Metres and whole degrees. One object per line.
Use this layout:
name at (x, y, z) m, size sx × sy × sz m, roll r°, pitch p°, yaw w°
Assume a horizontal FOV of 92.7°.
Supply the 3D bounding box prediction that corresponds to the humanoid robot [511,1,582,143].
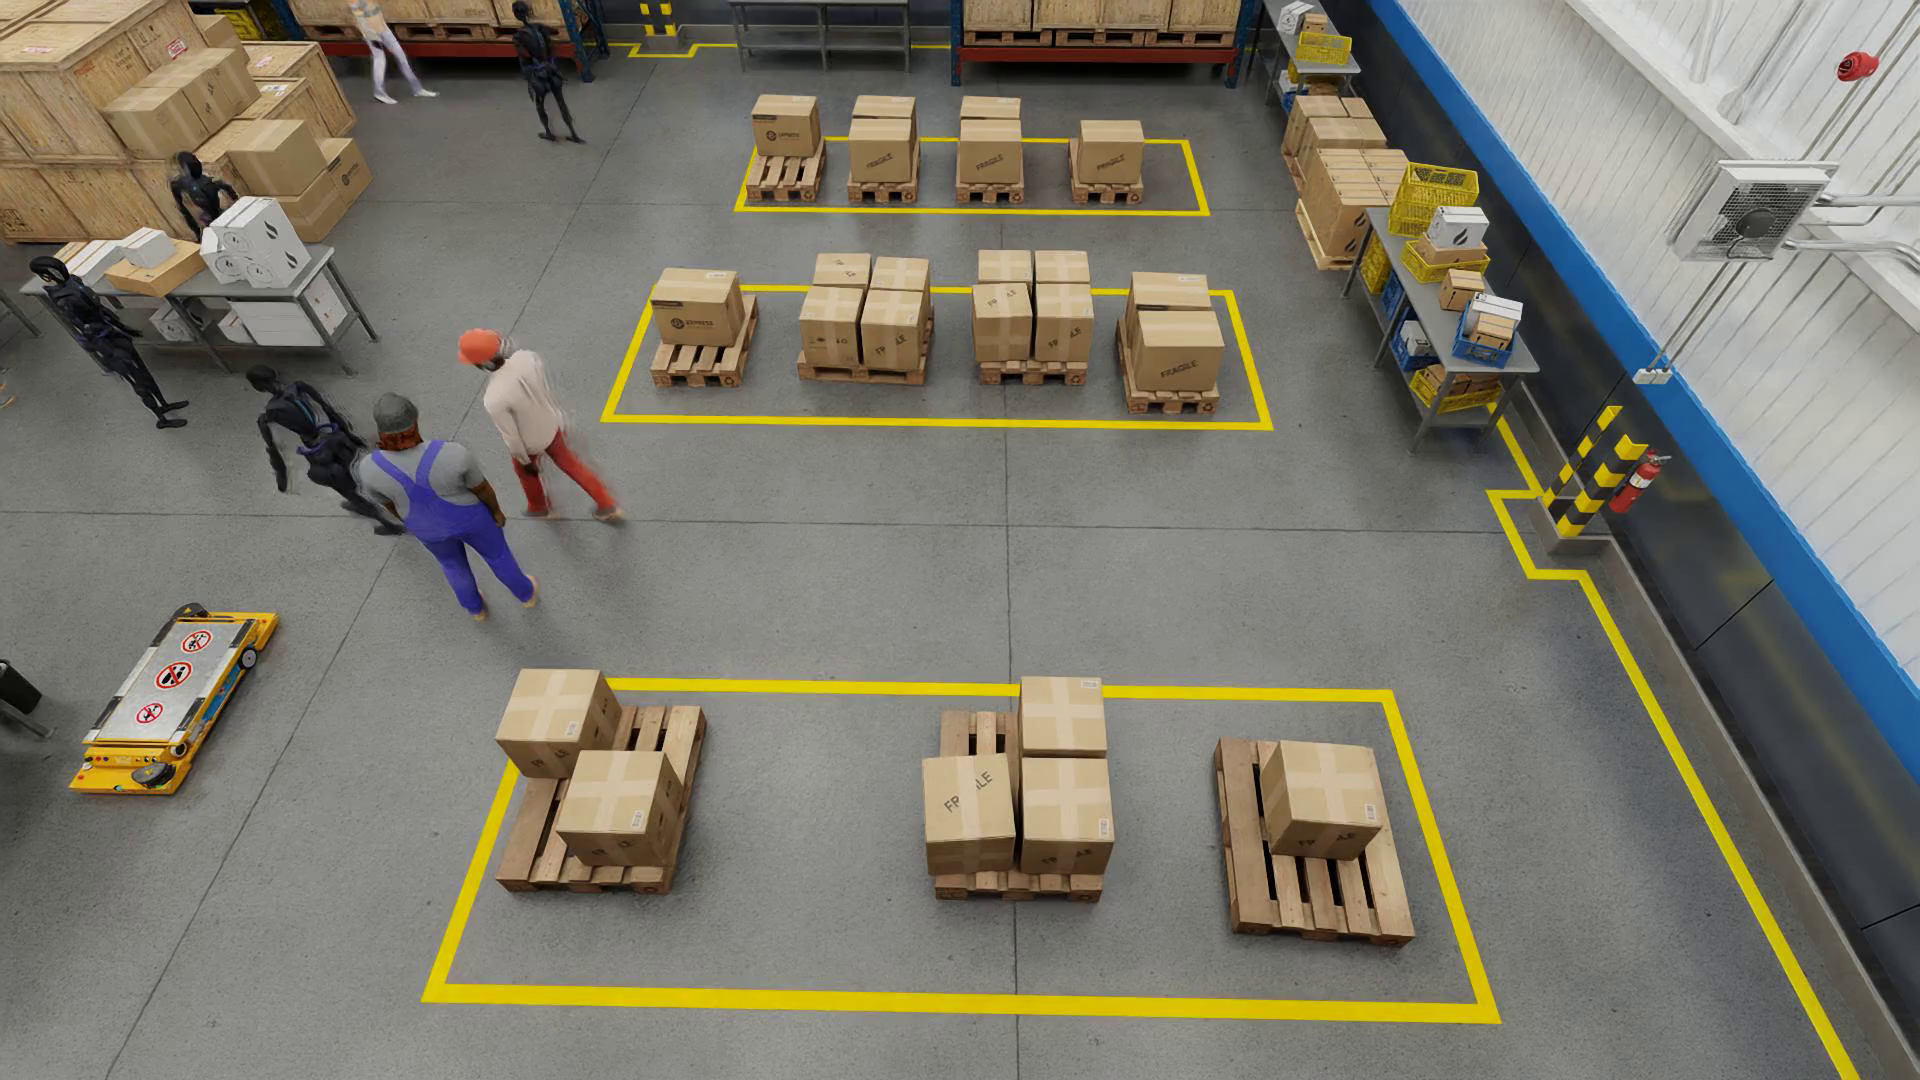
humanoid robot at (-5.193, -5.744, 11.311) m, size 0.655 × 1.638 × 0.630 m, roll 21°, pitch 53°, yaw 17°

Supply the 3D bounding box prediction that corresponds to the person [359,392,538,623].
person at (-3.552, -0.214, 6.389) m, size 0.685 × 2.000 × 0.537 m, roll -14°, pitch 51°, yaw -11°

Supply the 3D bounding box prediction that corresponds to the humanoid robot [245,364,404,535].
humanoid robot at (-4.917, -0.648, 7.005) m, size 0.704 × 1.633 × 0.600 m, roll 6°, pitch 50°, yaw 5°

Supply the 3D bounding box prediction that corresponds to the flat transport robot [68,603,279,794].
flat transport robot at (-5.504, 1.072, 6.442) m, size 0.652 × 0.197 × 1.431 m, roll 1°, pitch 50°, yaw 1°

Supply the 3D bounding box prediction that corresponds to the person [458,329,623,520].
person at (-3.232, -0.819, 6.972) m, size 0.925 × 1.957 × 0.621 m, roll 14°, pitch 51°, yaw 11°

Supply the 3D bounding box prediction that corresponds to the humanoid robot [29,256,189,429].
humanoid robot at (-7.273, -1.698, 7.872) m, size 0.310 × 1.657 × 0.609 m, roll -19°, pitch 52°, yaw -16°

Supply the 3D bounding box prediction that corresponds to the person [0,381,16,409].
person at (-9.139, -1.926, 7.940) m, size 0.355 × 1.881 × 0.574 m, roll -36°, pitch 58°, yaw -26°

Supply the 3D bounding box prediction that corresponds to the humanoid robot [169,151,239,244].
humanoid robot at (-7.247, -3.033, 9.024) m, size 0.651 × 1.634 × 0.359 m, roll -6°, pitch 50°, yaw -5°

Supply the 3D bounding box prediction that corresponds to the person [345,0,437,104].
person at (-7.668, -6.707, 11.986) m, size 0.618 × 1.932 × 0.587 m, roll 3°, pitch 50°, yaw 3°
